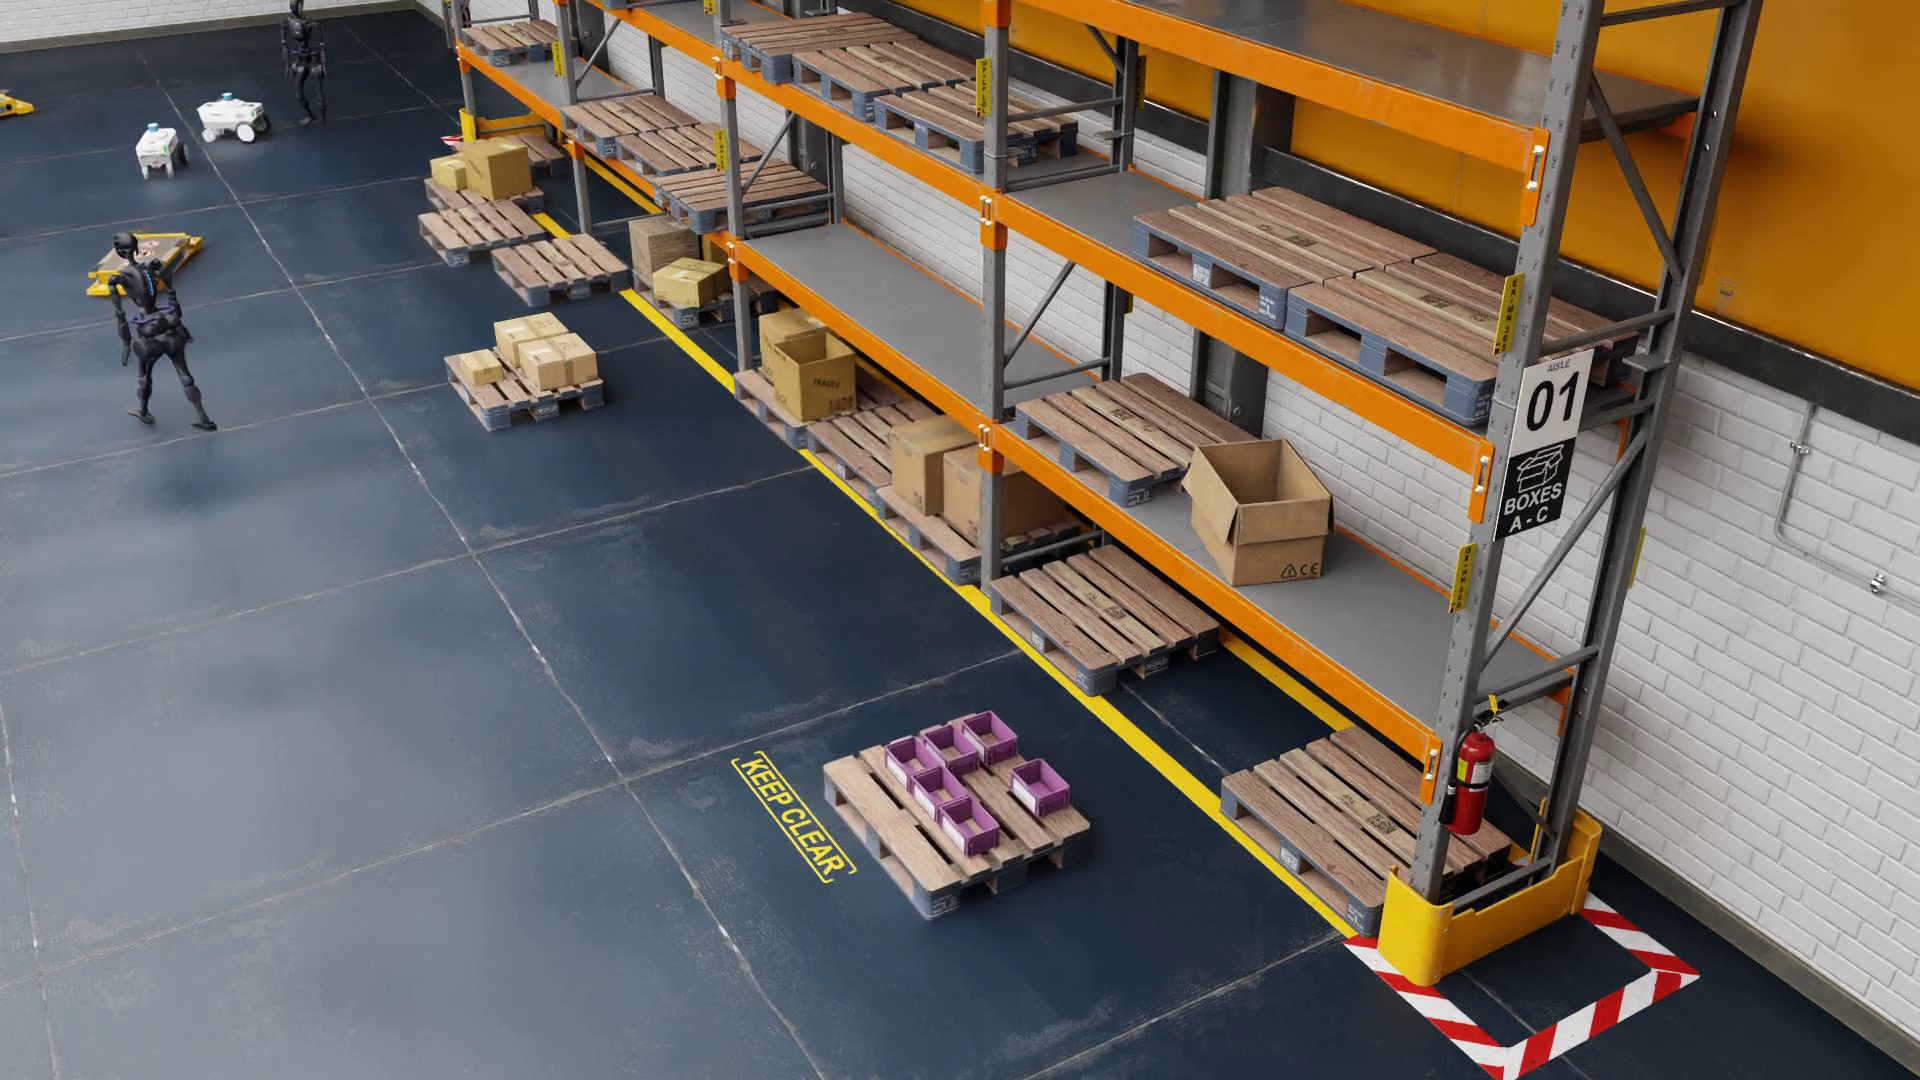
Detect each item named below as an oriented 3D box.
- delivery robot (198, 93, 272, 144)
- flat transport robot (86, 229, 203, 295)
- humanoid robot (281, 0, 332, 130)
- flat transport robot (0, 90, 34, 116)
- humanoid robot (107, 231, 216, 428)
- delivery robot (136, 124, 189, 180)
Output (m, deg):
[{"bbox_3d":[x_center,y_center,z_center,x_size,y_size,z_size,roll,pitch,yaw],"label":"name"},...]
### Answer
[{"bbox_3d":[-8.960,-5.203,20.542,0.807,0.609,0.499,1,30,1],"label":"delivery robot"},{"bbox_3d":[-8.082,-2.759,16.502,0.659,0.231,1.431,-3,30,-5],"label":"flat transport robot"},{"bbox_3d":[-8.111,-5.941,20.699,0.591,1.645,0.440,1,30,2],"label":"humanoid robot"},{"bbox_3d":[-12.755,-5.479,21.305,0.659,0.231,1.431,20,35,32],"label":"flat transport robot"},{"bbox_3d":[-6.398,-1.656,13.163,0.765,1.622,0.606,14,33,24],"label":"humanoid robot"},{"bbox_3d":[-9.328,-4.554,19.358,0.499,0.572,0.747,-7,30,-12],"label":"delivery robot"}]
